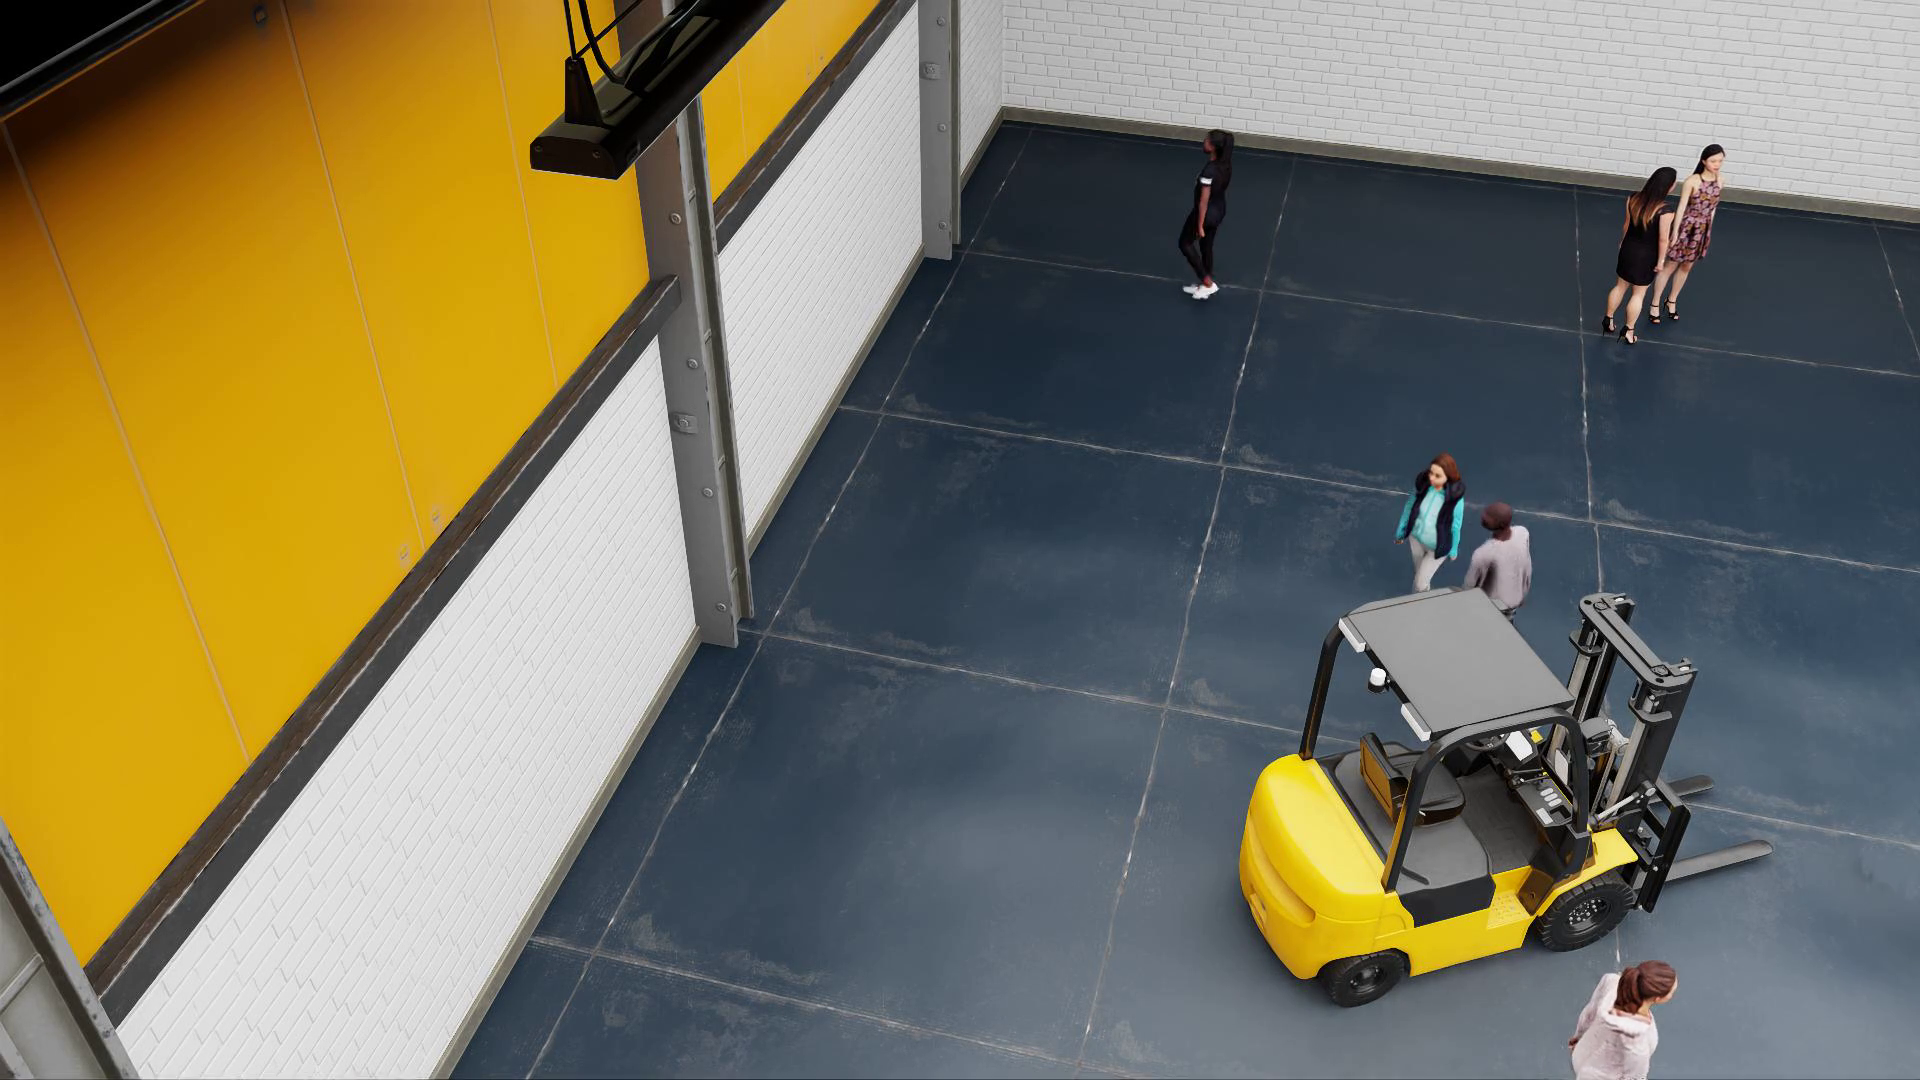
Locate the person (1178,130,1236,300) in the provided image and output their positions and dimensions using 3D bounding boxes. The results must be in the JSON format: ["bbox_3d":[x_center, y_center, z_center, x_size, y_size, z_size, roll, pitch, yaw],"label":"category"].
[{"bbox_3d":[2.396,-3.020,15.625,0.781,1.720,0.712,23,44,26],"label":"person"}]

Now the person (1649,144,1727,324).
[{"bbox_3d":[6.723,-2.812,15.320,0.793,1.774,0.831,-10,40,-12],"label":"person"}]

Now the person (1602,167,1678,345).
[{"bbox_3d":[6.165,-2.581,15.076,0.815,1.718,0.756,-20,43,-23],"label":"person"}]

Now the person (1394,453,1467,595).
[{"bbox_3d":[3.458,-0.031,12.071,0.864,1.484,0.786,-28,46,-30],"label":"person"}]

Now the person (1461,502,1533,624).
[{"bbox_3d":[3.677,0.434,11.278,0.823,1.747,0.851,-8,39,-10],"label":"person"}]

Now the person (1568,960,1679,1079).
[{"bbox_3d":[3.193,2.726,8.492,0.876,1.642,1.080,1,39,1],"label":"person"}]
